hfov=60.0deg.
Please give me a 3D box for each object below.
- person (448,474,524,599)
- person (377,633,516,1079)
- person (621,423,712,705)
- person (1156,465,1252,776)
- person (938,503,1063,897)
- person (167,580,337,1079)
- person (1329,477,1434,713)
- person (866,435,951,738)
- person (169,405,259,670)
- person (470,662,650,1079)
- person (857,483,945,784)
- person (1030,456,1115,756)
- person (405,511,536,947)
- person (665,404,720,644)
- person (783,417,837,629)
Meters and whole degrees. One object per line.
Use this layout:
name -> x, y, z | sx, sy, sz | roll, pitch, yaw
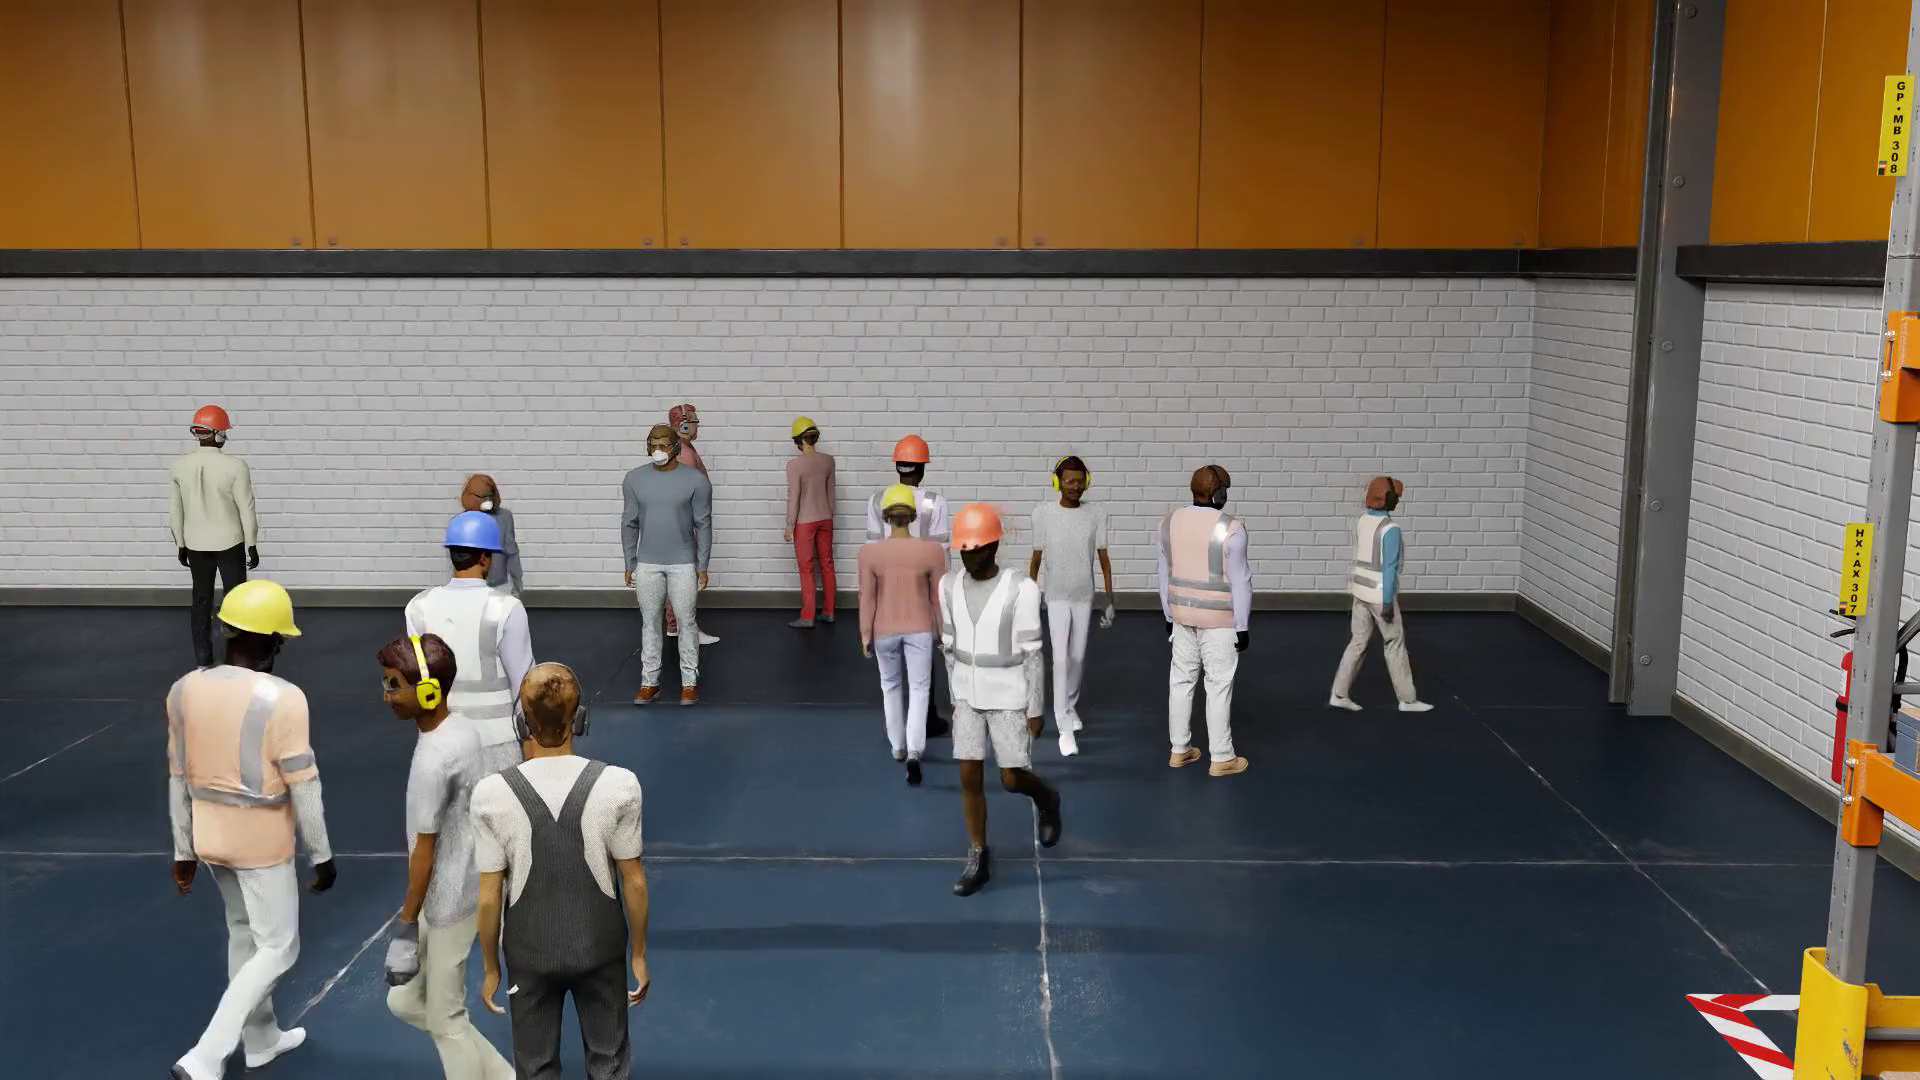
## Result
person -> -3.272, 0.327, 11.375 | 0.499, 1.613, 0.543 | 9, 13, 42
person -> -1.715, 1.205, 5.436 | 0.401, 1.848, 0.501 | -3, 10, -15
person -> -2.001, 0.168, 11.373 | 0.631, 1.940, 0.372 | 0, 9, 3
person -> 1.463, 0.471, 9.851 | 0.625, 1.844, 0.429 | 8, 13, 41
person -> 0.190, 0.736, 8.082 | 0.548, 1.911, 0.740 | 6, 11, 31
person -> -2.604, 1.095, 5.951 | 0.605, 1.895, 0.711 | 4, 10, 22
person -> 2.813, 0.373, 11.125 | 0.708, 1.608, 0.537 | -3, 10, -15
person -> -0.312, 0.295, 10.621 | 0.551, 1.932, 0.378 | 3, 10, 16
person -> -5.404, 0.016, 12.110 | 0.619, 1.992, 0.396 | 1, 9, 4
person -> -1.195, 1.275, 5.033 | 0.504, 1.843, 0.345 | -2, 10, -12
person -> -0.338, 0.535, 9.767 | 0.535, 1.732, 0.828 | 0, 9, 1
person -> 0.704, 0.373, 10.494 | 0.550, 1.829, 0.891 | -2, 10, -9
person -> -2.128, 0.838, 7.357 | 0.602, 1.939, 0.399 | 3, 10, 15
person -> -2.173, -0.126, 13.232 | 0.410, 1.909, 0.642 | -5, 11, -29
person -> -1.248, -0.142, 13.771 | 0.332, 1.759, 0.523 | 9, 13, 42
